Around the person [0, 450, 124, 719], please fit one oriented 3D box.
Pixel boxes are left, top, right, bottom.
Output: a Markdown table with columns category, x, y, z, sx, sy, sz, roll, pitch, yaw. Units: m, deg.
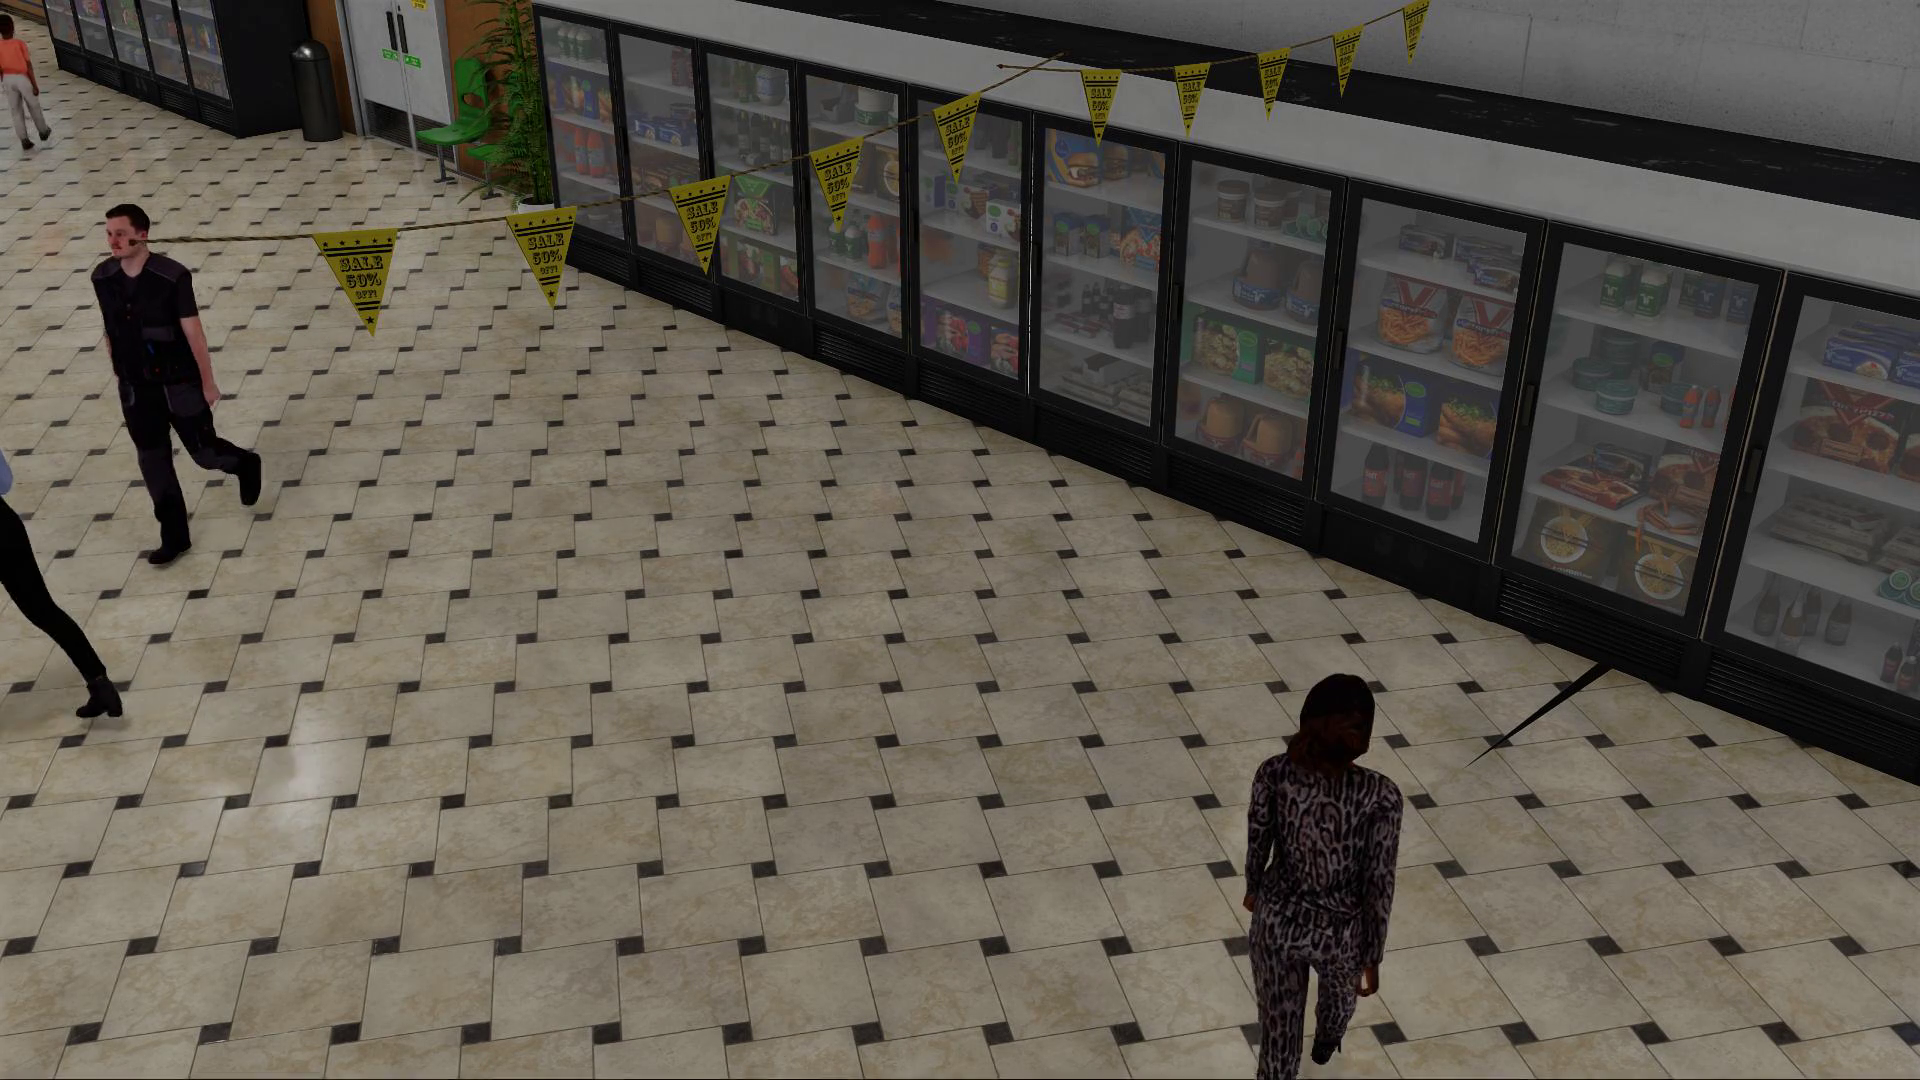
| category | x | y | z | sx | sy | sz | roll | pitch | yaw |
| --- | --- | --- | --- | --- | --- | --- | --- | --- | --- |
| person | -3.980 | 0.066 | 6.936 | 1.175 | 1.691 | 1.180 | 3 | 27 | 6 |

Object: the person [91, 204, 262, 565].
| category | x | y | z | sx | sy | sz | roll | pitch | yaw |
| --- | --- | --- | --- | --- | --- | --- | --- | --- | --- |
| person | -4.047 | -0.831 | 8.554 | 1.076 | 1.828 | 1.204 | 5 | 27 | 9 |

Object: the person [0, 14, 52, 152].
| category | x | y | z | sx | sy | sz | roll | pitch | yaw |
| --- | --- | --- | --- | --- | --- | --- | --- | --- | --- |
| person | -9.249 | -4.453 | 16.305 | 0.887 | 1.277 | 0.851 | -6 | 27 | -11 |

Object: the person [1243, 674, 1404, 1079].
| category | x | y | z | sx | sy | sz | roll | pitch | yaw |
| --- | --- | --- | --- | --- | --- | --- | --- | --- | --- |
| person | 0.976 | 1.191 | 4.741 | 0.899 | 1.670 | 1.178 | 10 | 29 | 19 |
